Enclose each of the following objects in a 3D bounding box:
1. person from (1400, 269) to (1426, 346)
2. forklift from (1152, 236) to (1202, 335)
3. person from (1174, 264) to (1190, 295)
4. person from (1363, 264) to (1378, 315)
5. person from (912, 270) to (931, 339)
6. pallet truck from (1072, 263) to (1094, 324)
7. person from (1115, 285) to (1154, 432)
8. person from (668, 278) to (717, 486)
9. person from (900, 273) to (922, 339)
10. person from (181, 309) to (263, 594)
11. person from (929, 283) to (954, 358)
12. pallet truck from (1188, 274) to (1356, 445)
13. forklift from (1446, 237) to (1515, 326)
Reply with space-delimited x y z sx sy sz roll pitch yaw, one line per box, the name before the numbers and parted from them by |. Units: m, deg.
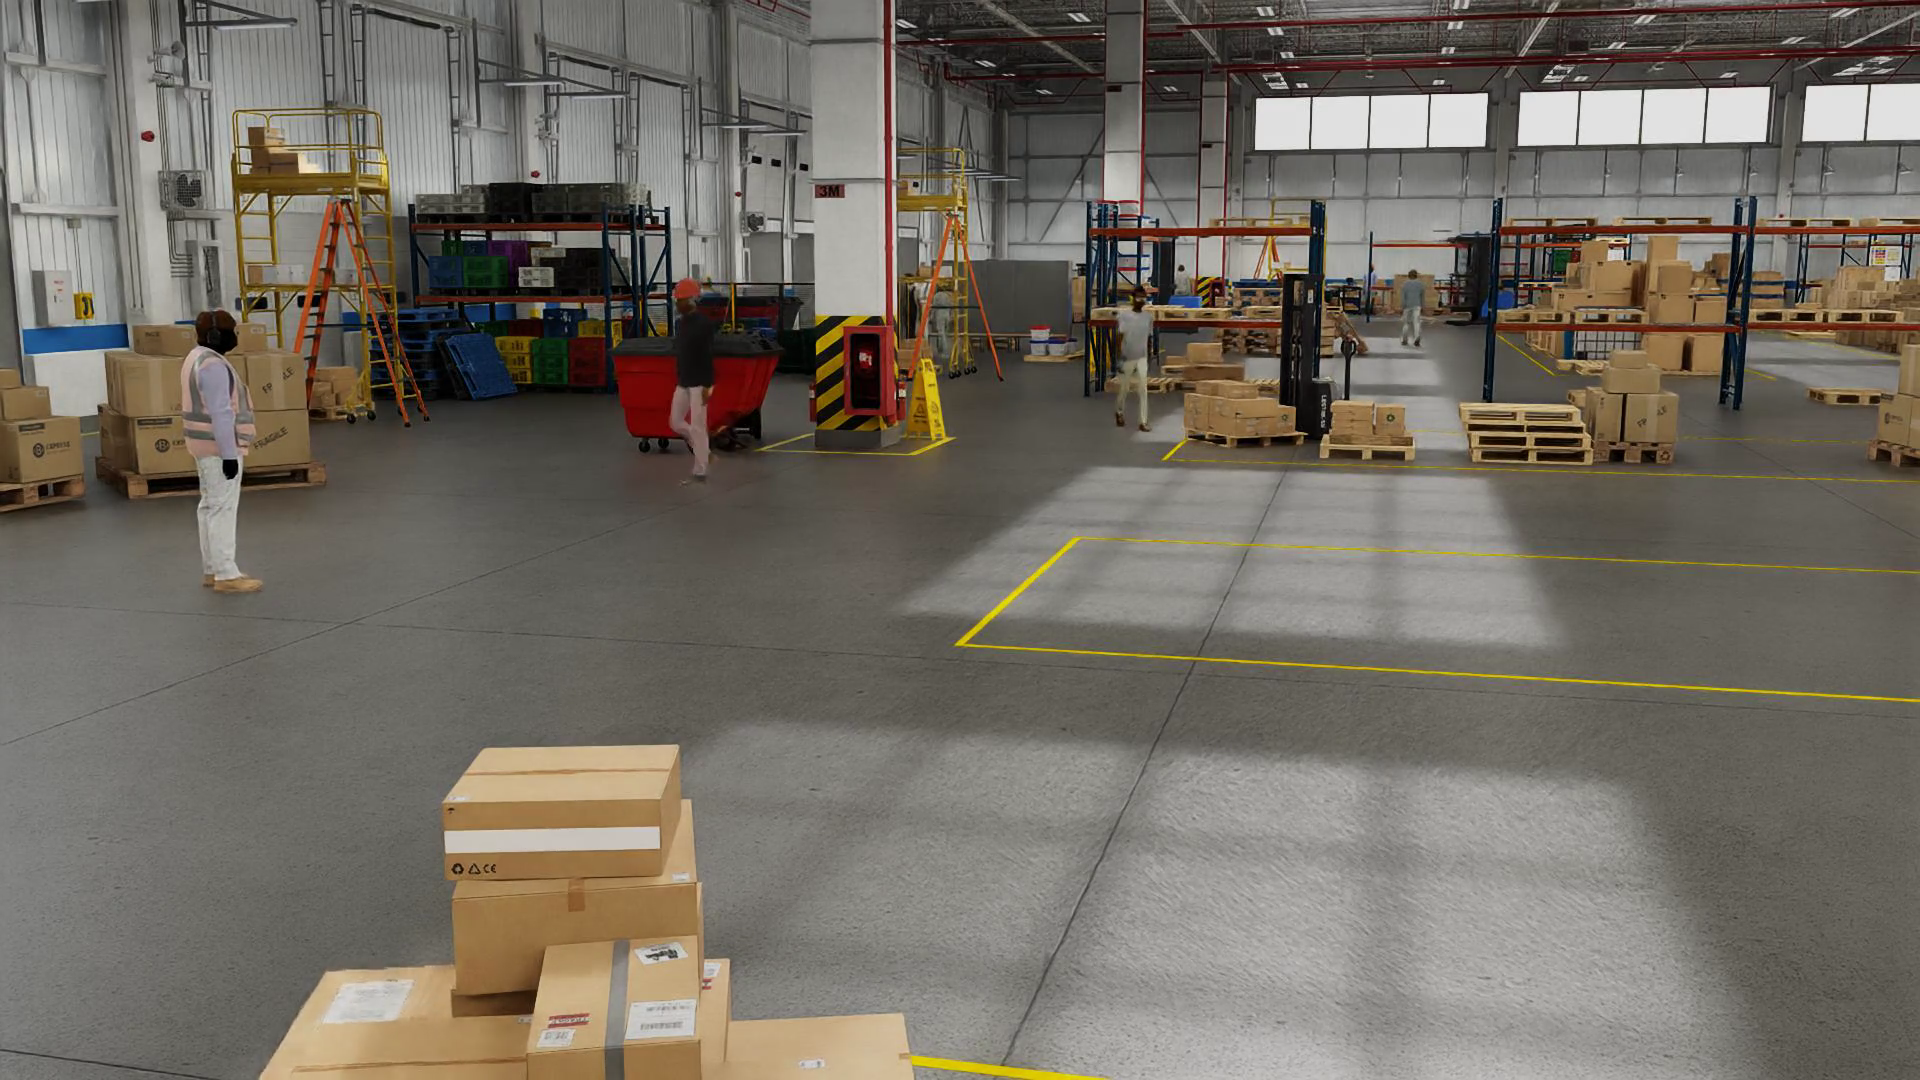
person | 11.209 -5.750 41.145 0.641 1.908 0.936 -1 10 -3
forklift | 5.866 -7.214 46.878 1.873 2.768 1.129 2 10 14
person | 7.781 -8.734 58.618 0.627 1.934 0.375 3 10 16
person | 15.684 -9.566 63.513 0.549 1.934 0.376 7 12 35
person | -0.963 -5.708 40.943 0.573 1.883 0.357 4 10 21
pallet truck | 4.325 -8.180 55.162 0.823 1.965 1.885 6 11 31
person | 2.191 -2.302 21.048 0.519 1.837 0.875 -2 10 -9
person | -2.546 -1.507 15.931 0.627 1.980 0.475 9 13 44
person | -1.175 -5.061 37.335 0.545 1.810 0.879 -3 10 -17
person | -4.820 -0.578 10.862 0.429 1.842 0.630 -7 12 -34
person | -0.405 -4.847 36.436 0.503 1.689 0.938 -5 11 -26
pallet truck | 3.653 -2.138 19.590 1.885 1.965 0.823 -4 10 -20
forklift | 16.480 -8.160 52.451 1.873 2.768 1.129 1 10 3
